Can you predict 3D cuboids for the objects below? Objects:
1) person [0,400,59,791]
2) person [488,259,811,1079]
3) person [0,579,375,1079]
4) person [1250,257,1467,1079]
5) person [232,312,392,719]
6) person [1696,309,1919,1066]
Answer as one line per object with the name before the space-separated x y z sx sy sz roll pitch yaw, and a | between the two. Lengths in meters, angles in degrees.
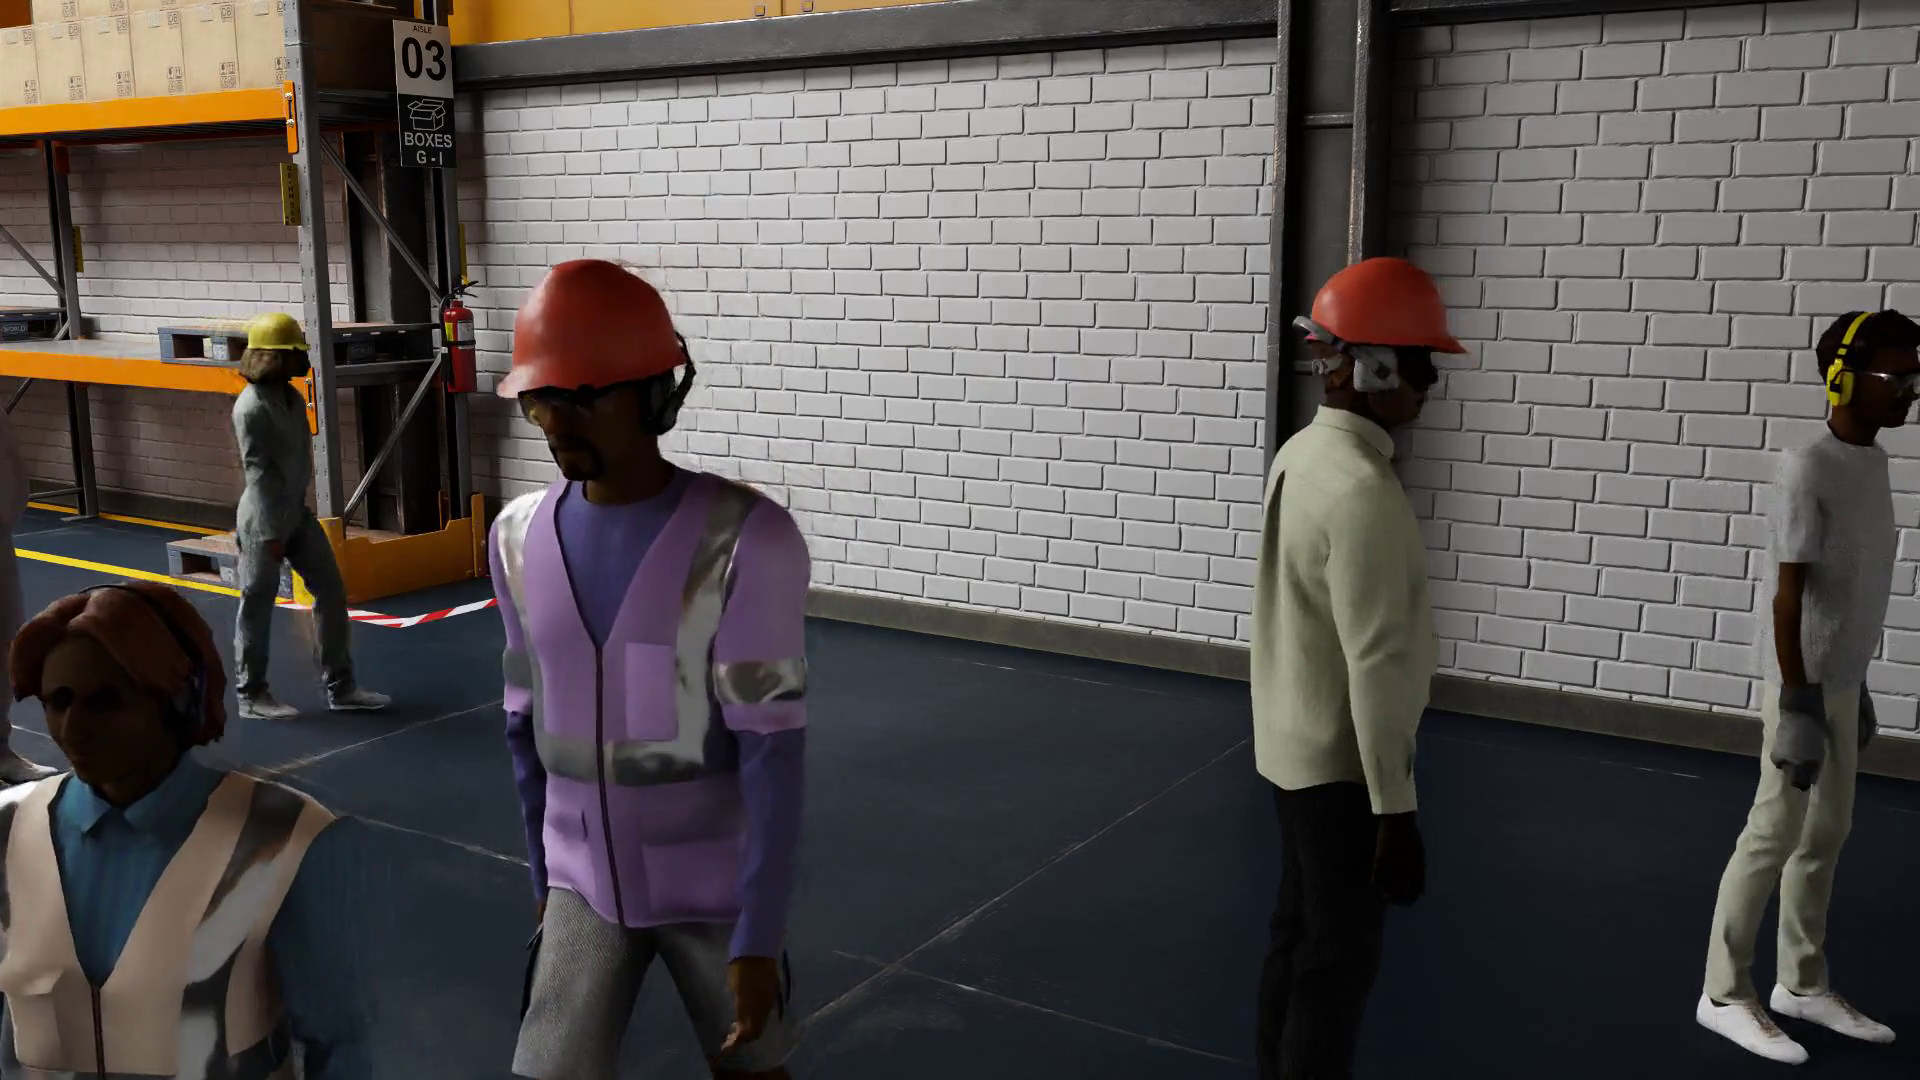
person | -3.525 0.024 5.933 0.400 1.897 0.653 -3 11 -17
person | -0.510 0.540 2.772 0.628 2.001 0.978 4 11 19
person | -1.000 0.831 2.194 0.521 1.622 0.644 0 10 2
person | 0.781 0.441 3.362 0.392 1.989 0.645 0 10 -2
person | -2.749 -0.080 6.939 0.741 1.714 0.515 1 10 7
person | 2.141 0.362 4.121 0.533 1.868 0.323 -9 13 -40
